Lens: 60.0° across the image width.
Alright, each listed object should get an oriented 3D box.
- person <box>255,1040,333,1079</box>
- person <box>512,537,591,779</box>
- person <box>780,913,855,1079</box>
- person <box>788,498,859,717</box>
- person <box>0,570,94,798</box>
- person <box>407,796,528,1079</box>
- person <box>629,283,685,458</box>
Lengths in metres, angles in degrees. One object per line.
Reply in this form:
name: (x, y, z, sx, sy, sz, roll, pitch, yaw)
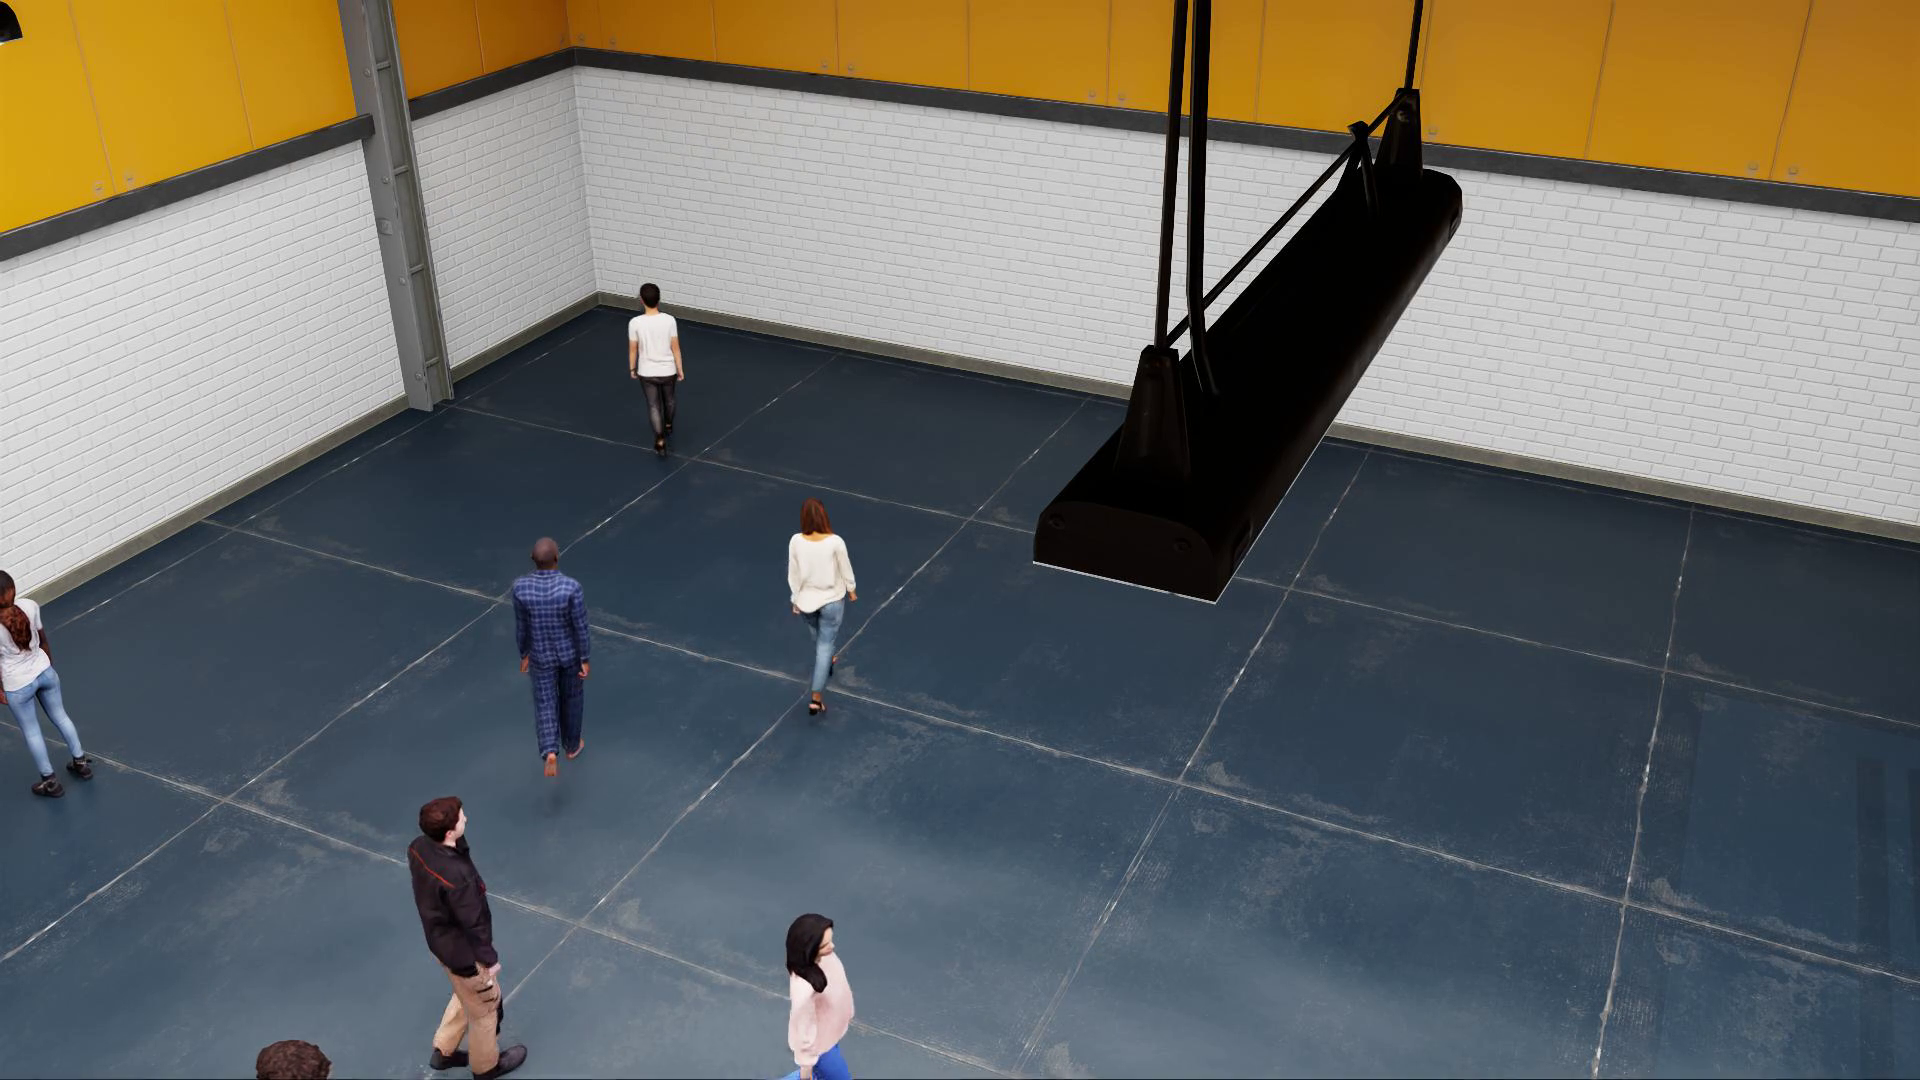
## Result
person: (-2.891, 2.974, 7.571, 0.751, 1.797, 0.616, 2, 29, 4)
person: (-2.820, 0.837, 11.476, 0.932, 1.809, 1.060, -2, 29, -4)
person: (-0.801, 2.536, 8.436, 0.938, 1.738, 1.062, 2, 29, 3)
person: (-1.040, 0.515, 12.245, 0.732, 1.637, 1.115, 8, 30, 14)
person: (-6.345, 0.960, 11.344, 0.636, 1.718, 0.462, 14, 32, 24)
person: (-2.734, 2.194, 8.879, 0.883, 1.913, 0.839, -26, 38, -38)
person: (-2.943, -1.627, 16.122, 1.026, 1.685, 1.108, -8, 30, -14)
